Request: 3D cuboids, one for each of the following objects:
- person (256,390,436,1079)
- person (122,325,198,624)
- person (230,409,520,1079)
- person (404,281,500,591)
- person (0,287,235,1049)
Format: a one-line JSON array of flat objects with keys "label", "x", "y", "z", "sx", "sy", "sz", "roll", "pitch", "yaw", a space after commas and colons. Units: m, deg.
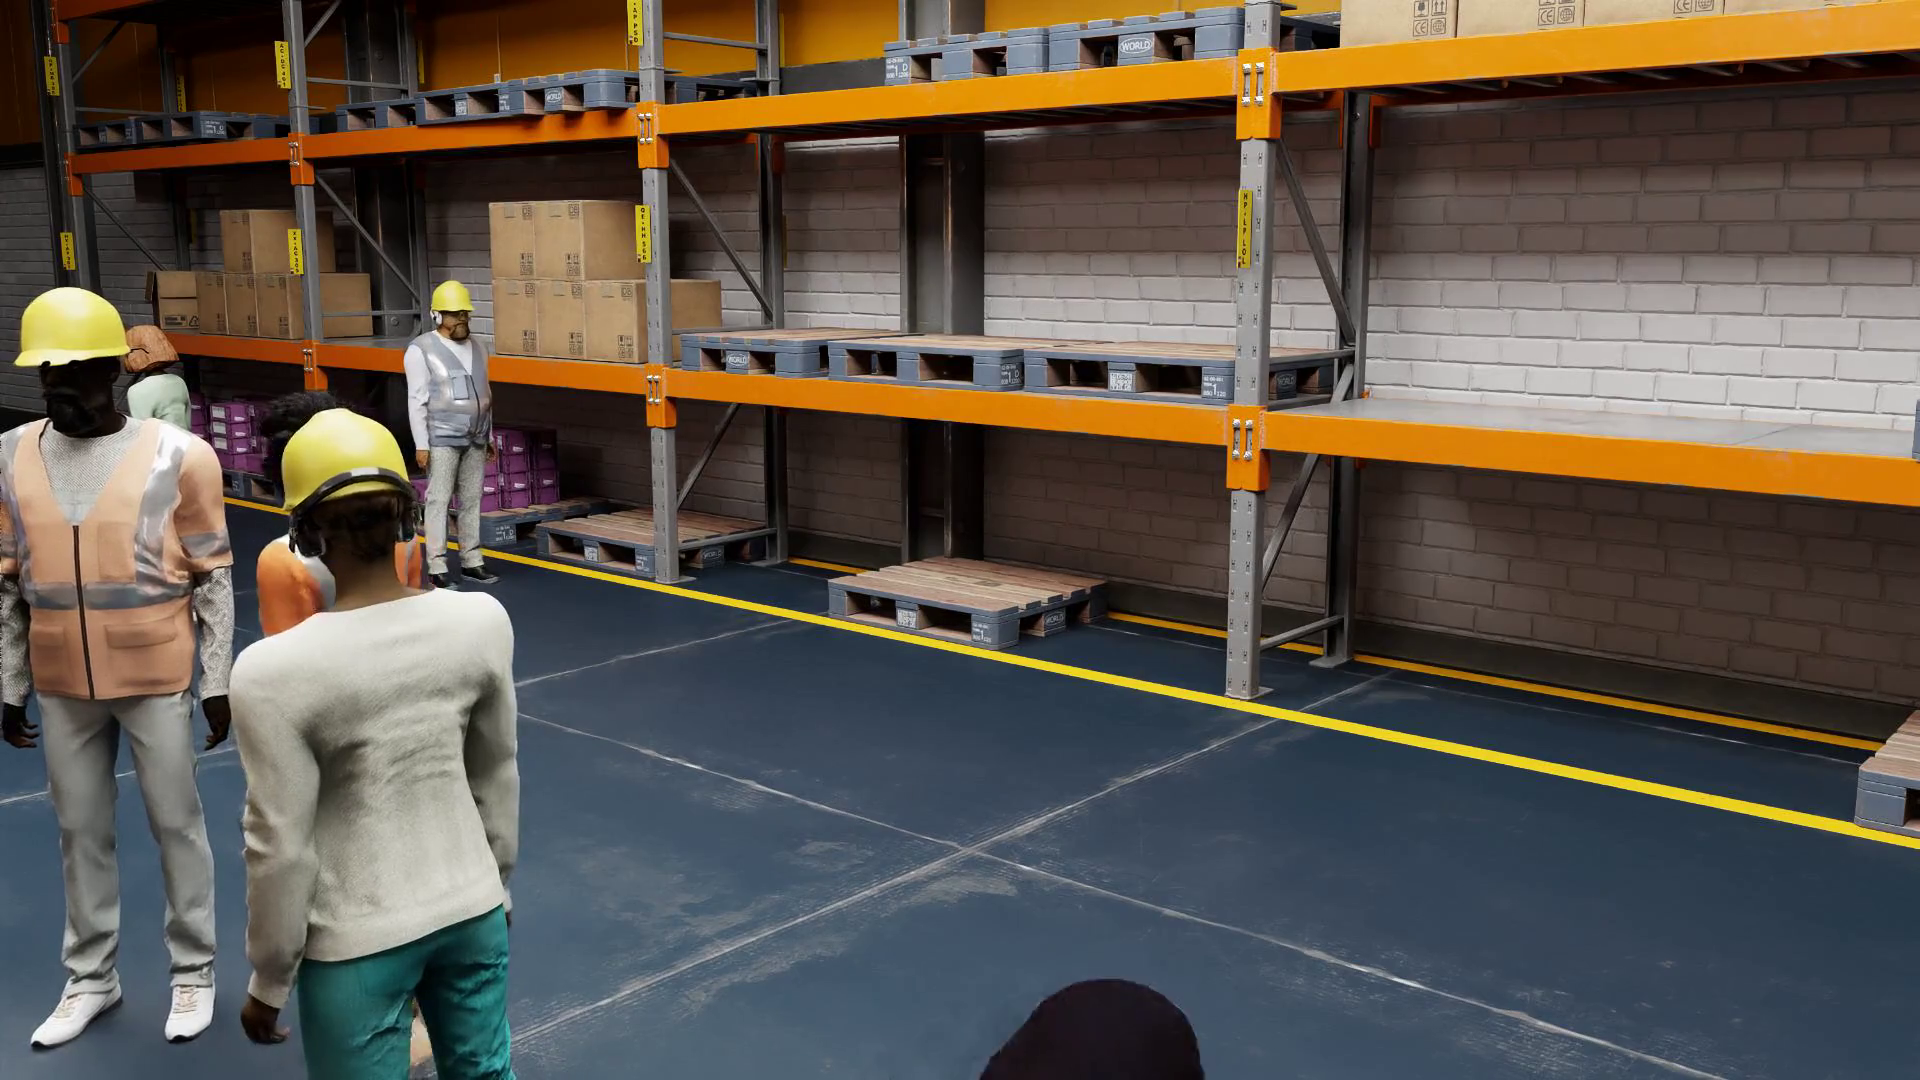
[{"label": "person", "x": -1.431, "y": 0.489, "z": 4.015, "sx": 0.446, "sy": 1.696, "sz": 0.569, "roll": 3, "pitch": 10, "yaw": 14}, {"label": "person", "x": -4.180, "y": -0.309, "z": 8.733, "sx": 0.288, "sy": 1.626, "sz": 0.497, "roll": 0, "pitch": 10, "yaw": 2}, {"label": "person", "x": -0.975, "y": 0.659, "z": 2.833, "sx": 0.328, "sy": 1.762, "sz": 0.523, "roll": 8, "pitch": 12, "yaw": 37}, {"label": "person", "x": -2.991, "y": -0.617, "z": 9.888, "sx": 0.404, "sy": 1.829, "sz": 0.600, "roll": 6, "pitch": 12, "yaw": 32}, {"label": "person", "x": -2.140, "y": 0.335, "z": 4.199, "sx": 0.590, "sy": 1.926, "sz": 0.388, "roll": -1, "pitch": 10, "yaw": -3}]
